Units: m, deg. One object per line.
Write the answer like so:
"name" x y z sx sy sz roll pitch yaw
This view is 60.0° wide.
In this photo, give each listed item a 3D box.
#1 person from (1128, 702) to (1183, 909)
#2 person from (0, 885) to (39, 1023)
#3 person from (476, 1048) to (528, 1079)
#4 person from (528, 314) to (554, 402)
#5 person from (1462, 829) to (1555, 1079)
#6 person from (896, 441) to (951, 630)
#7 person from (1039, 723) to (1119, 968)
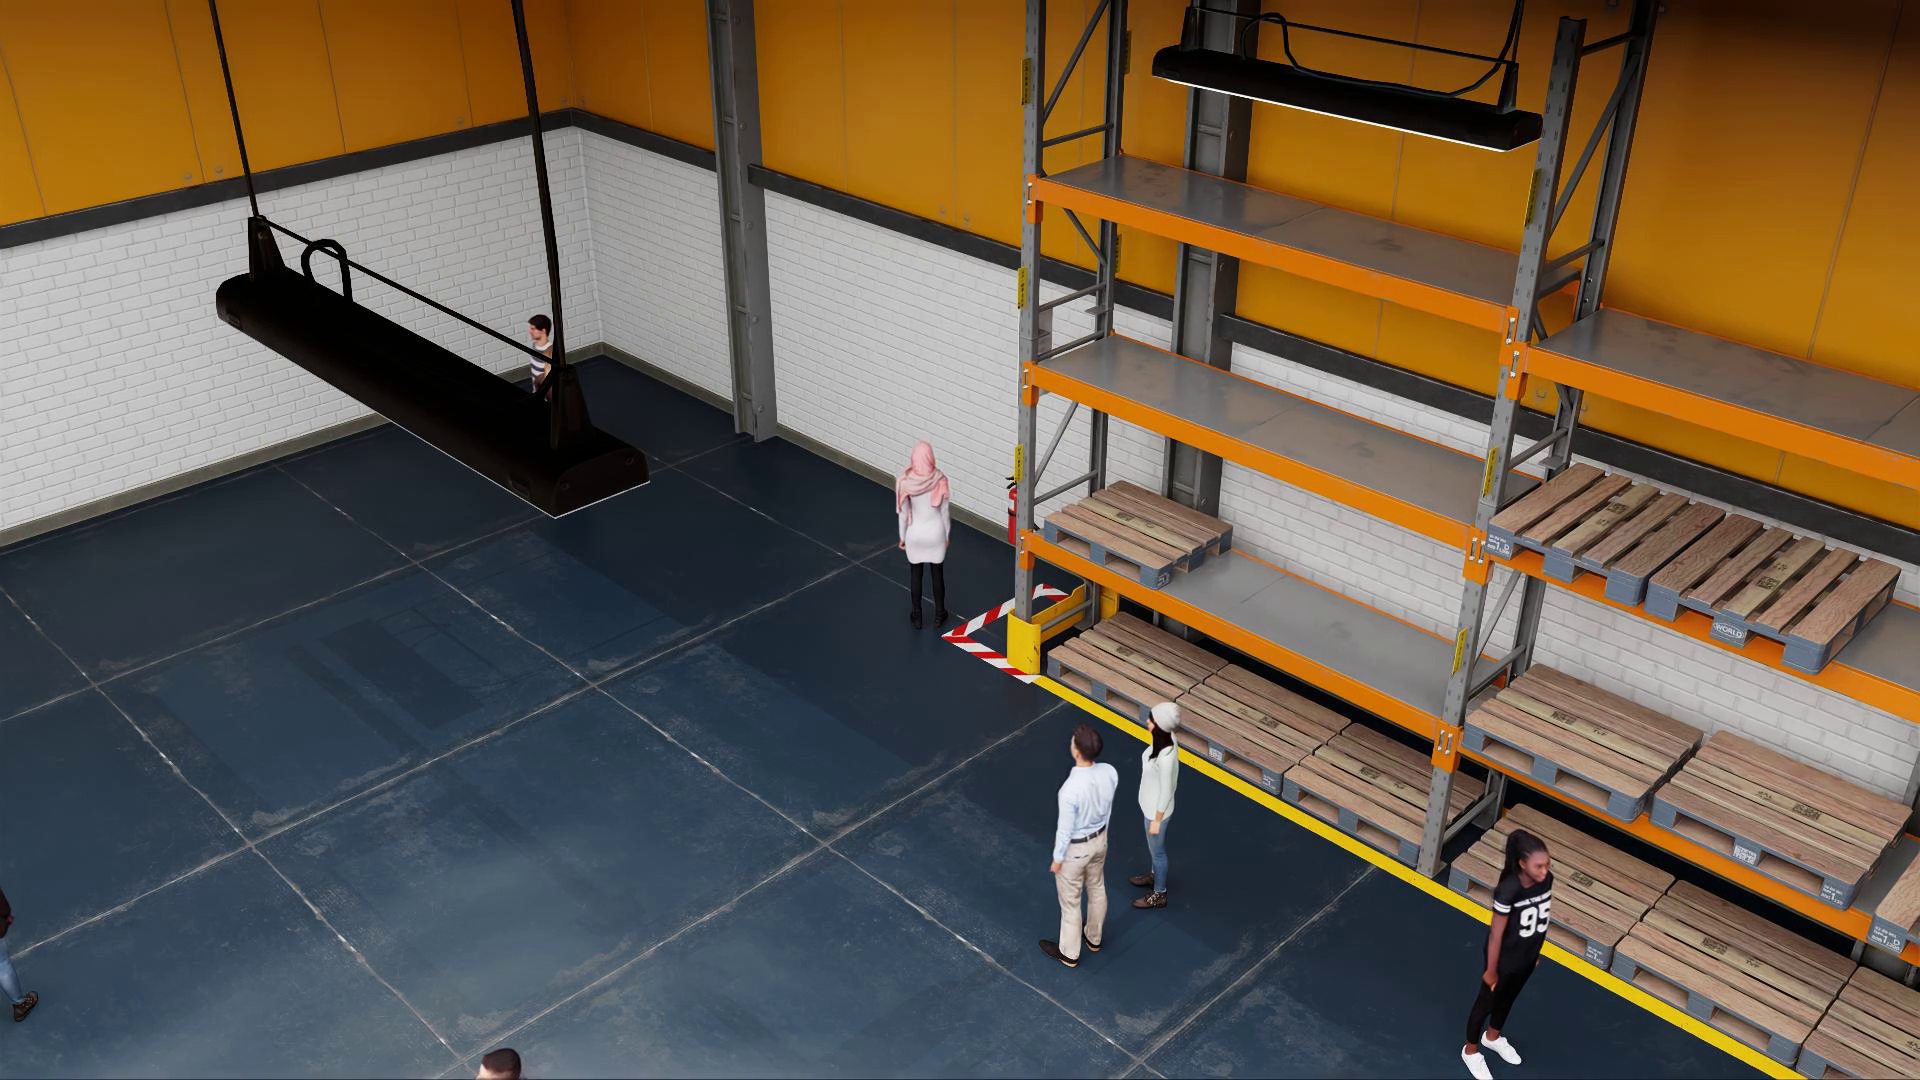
"person" 1.351 1.798 11.381 0.693 1.645 0.641 1 29 2
"person" -6.171 2.361 10.361 0.733 1.634 0.759 -8 30 -15
"person" -2.261 3.279 8.544 0.748 1.761 0.606 -12 31 -21
"person" -4.208 -1.456 17.129 0.723 1.854 0.485 -22 35 -34
"person" 3.326 2.492 10.022 0.655 1.728 0.624 -17 33 -28
"person" -0.305 -0.041 14.587 0.728 1.803 0.789 0 29 0
"person" 0.790 1.984 10.829 0.647 1.848 0.611 -23 36 -36
